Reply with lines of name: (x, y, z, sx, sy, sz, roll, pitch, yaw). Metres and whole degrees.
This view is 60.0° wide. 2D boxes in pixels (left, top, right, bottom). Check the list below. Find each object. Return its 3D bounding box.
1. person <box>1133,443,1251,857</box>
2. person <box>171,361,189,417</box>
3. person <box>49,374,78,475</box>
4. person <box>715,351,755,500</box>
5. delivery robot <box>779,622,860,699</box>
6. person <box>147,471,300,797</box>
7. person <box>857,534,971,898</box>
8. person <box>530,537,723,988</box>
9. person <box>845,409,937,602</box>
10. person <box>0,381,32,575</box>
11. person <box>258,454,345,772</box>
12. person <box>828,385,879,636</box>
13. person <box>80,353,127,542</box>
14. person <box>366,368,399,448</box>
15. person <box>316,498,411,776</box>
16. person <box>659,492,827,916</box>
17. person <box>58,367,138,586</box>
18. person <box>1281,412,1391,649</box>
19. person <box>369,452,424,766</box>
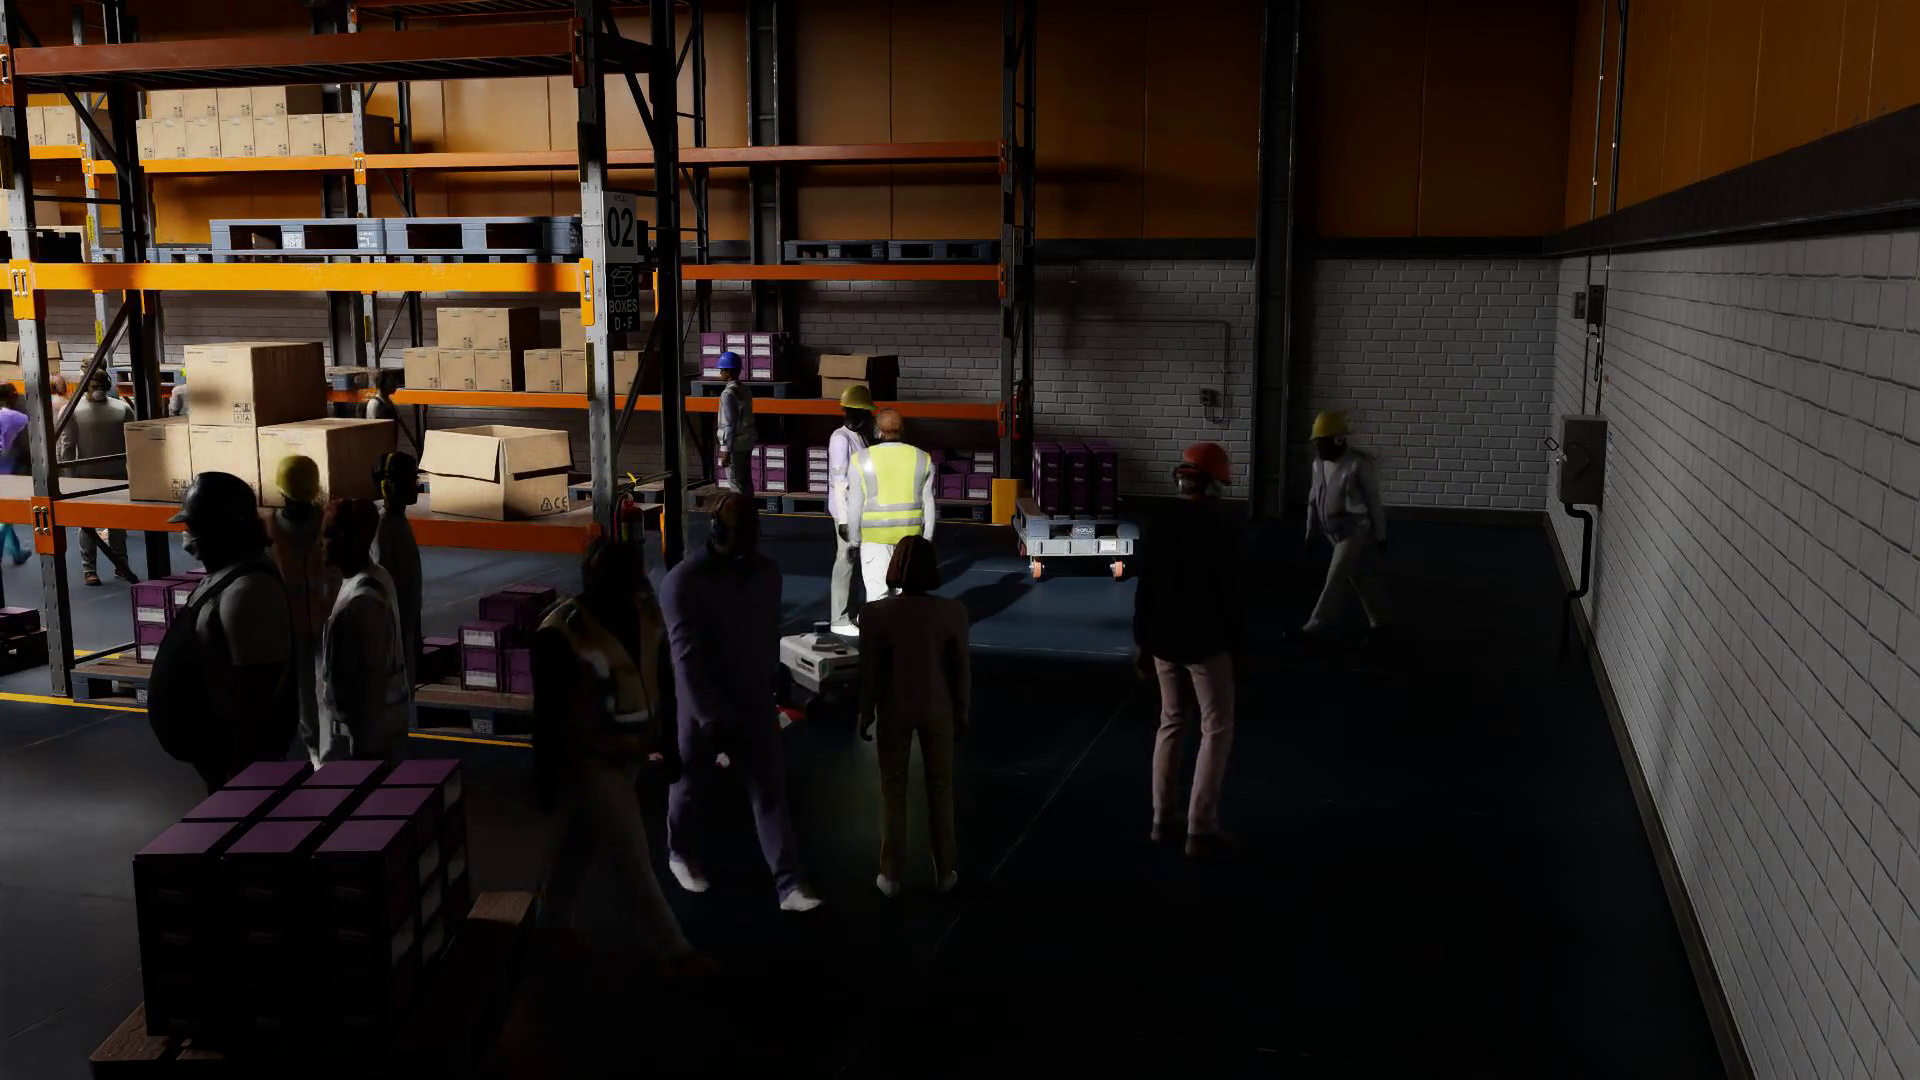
person: (1.108, 0.522, 8.019, 0.544, 1.966, 0.690, -9, 13, -44)
person: (-8.436, -1.116, 18.446, 0.941, 1.829, 0.529, 5, 11, 28)
person: (-10.286, -1.089, 18.974, 0.868, 1.593, 0.511, 1, 9, 4)
person: (-2.311, -0.959, 17.102, 0.400, 1.949, 0.605, 2, 10, 12)
delivery robot: (-0.870, 0.763, 10.559, 0.477, 0.478, 0.707, -5, 11, -30)
person: (-2.840, 0.744, 6.441, 0.536, 2.000, 0.676, -4, 10, -25)
person: (-0.204, 0.787, 7.419, 0.507, 1.632, 0.275, -1, 9, -6)
person: (-1.370, 0.859, 6.556, 0.950, 1.781, 0.645, 4, 10, 24)
person: (-0.490, 0.008, 11.677, 0.659, 1.830, 0.499, -3, 10, -15)
person: (-8.828, -0.572, 15.294, 0.640, 1.766, 1.008, -1, 9, -3)
person: (-3.446, 0.439, 8.907, 0.660, 1.862, 0.991, -3, 10, -18)
person: (-0.803, -0.228, 12.741, 0.389, 1.918, 0.586, 2, 10, 13)
person: (-8.773, -0.942, 17.029, 0.372, 1.940, 0.627, -2, 10, -14)
person: (-5.918, -0.866, 17.033, 1.005, 1.795, 0.523, 1, 9, 3)
person: (-2.442, 0.757, 6.842, 0.355, 1.883, 0.572, -3, 10, -18)
person: (-0.994, 0.712, 7.259, 0.629, 1.858, 1.025, -7, 12, -38)
person: (-7.630, -0.573, 14.795, 0.373, 1.935, 0.627, 9, 13, 42)
person: (2.834, -0.070, 12.297, 1.007, 1.747, 0.598, -4, 10, -22)
person: (-2.886, 0.472, 8.622, 0.327, 1.872, 0.516, -2, 9, -10)
